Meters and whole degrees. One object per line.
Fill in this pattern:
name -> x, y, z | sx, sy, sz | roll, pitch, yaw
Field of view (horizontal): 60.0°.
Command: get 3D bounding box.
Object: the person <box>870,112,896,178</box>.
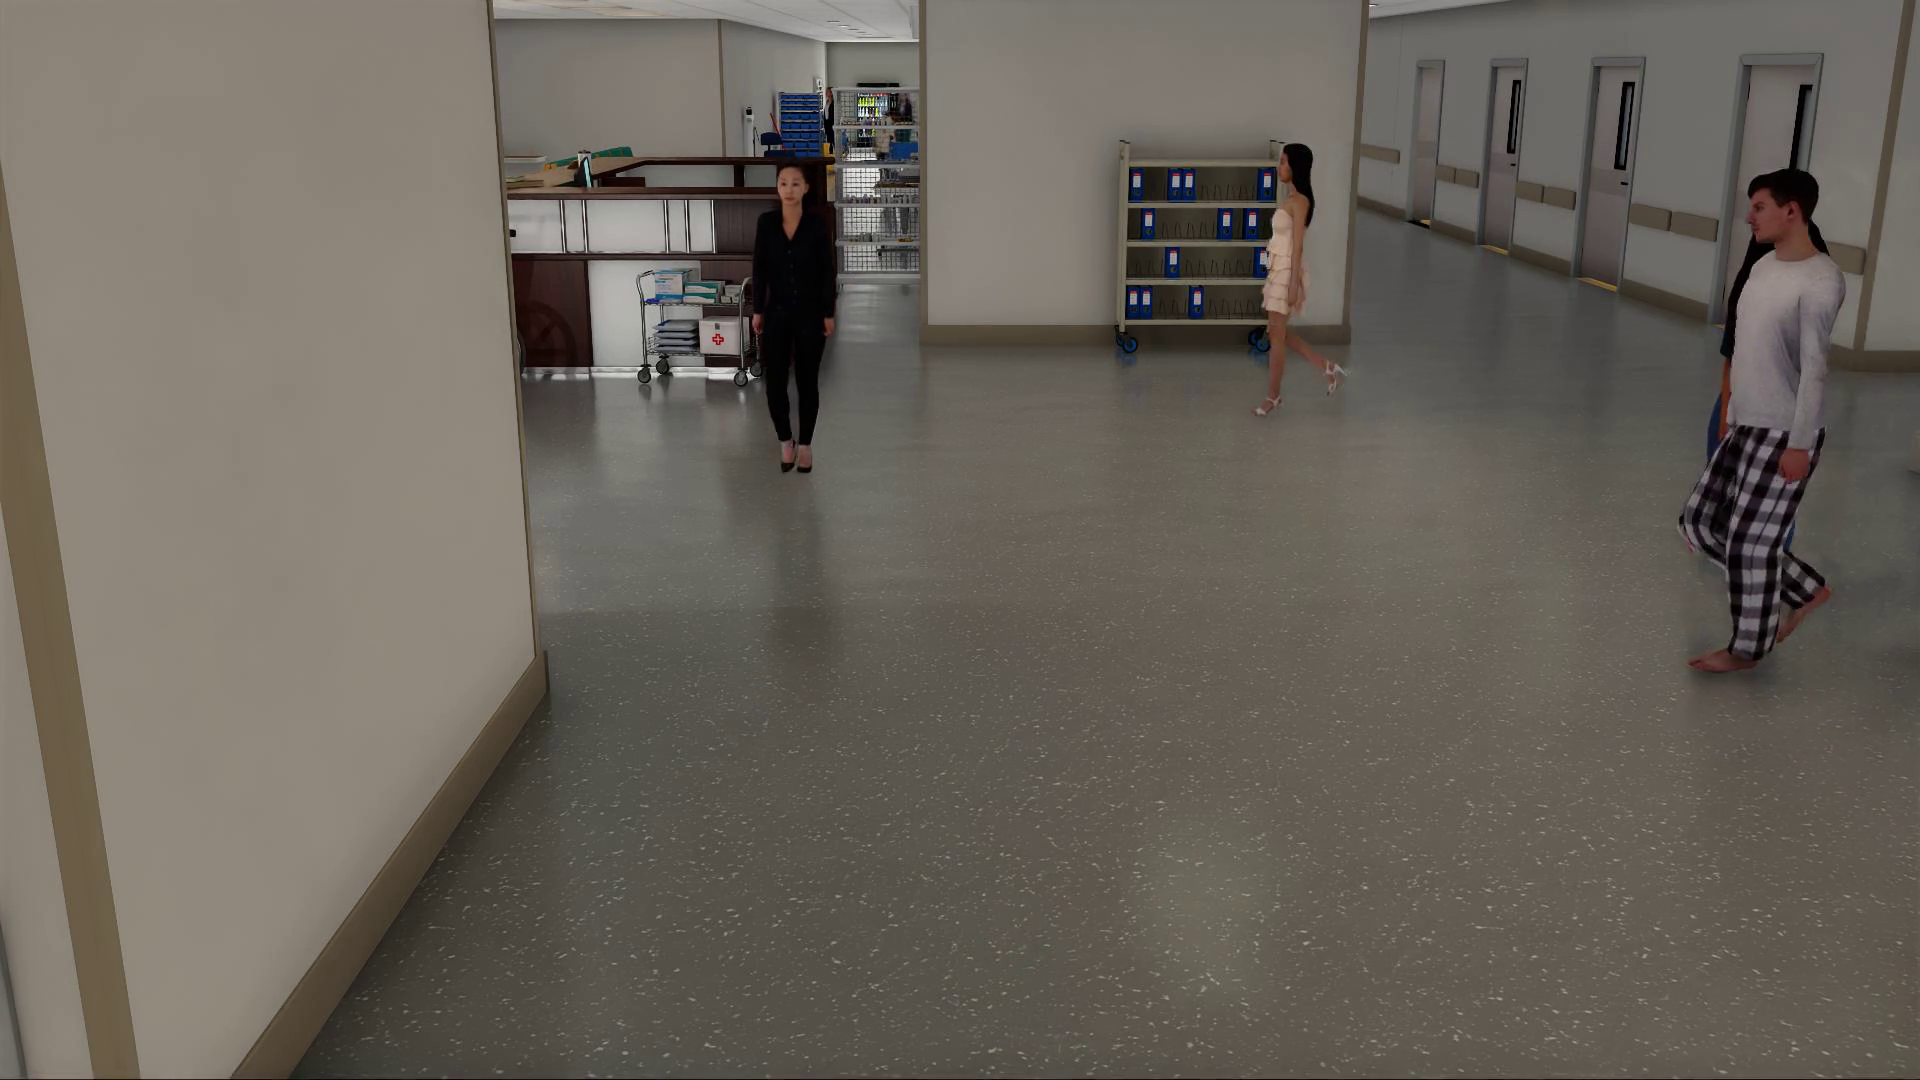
person -> -1.414, -7.176, 30.803 | 0.831, 1.420, 0.729 | 2, 16, 9

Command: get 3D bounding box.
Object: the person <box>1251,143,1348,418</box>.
person -> 2.157, -1.616, 10.520 | 0.822, 1.725, 0.606 | 1, 16, 4

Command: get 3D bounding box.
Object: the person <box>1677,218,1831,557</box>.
person -> 3.385, -0.526, 6.927 | 1.021, 1.576, 0.705 | 1, 16, 3

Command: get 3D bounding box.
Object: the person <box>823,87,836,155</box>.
person -> -3.076, -9.905, 39.780 | 0.683, 1.801, 0.676 | -10, 19, -31

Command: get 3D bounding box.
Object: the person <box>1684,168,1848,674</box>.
person -> 3.024, -0.400, 6.018 | 0.785, 1.827, 0.667 | -1, 16, -5

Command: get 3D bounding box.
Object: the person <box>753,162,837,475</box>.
person -> -0.894, -1.168, 9.060 | 0.508, 1.654, 0.667 | 0, 16, -2

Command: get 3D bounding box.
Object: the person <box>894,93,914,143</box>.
person -> -1.287, -9.386, 38.080 | 0.811, 1.725, 0.762 | 3, 16, 10
